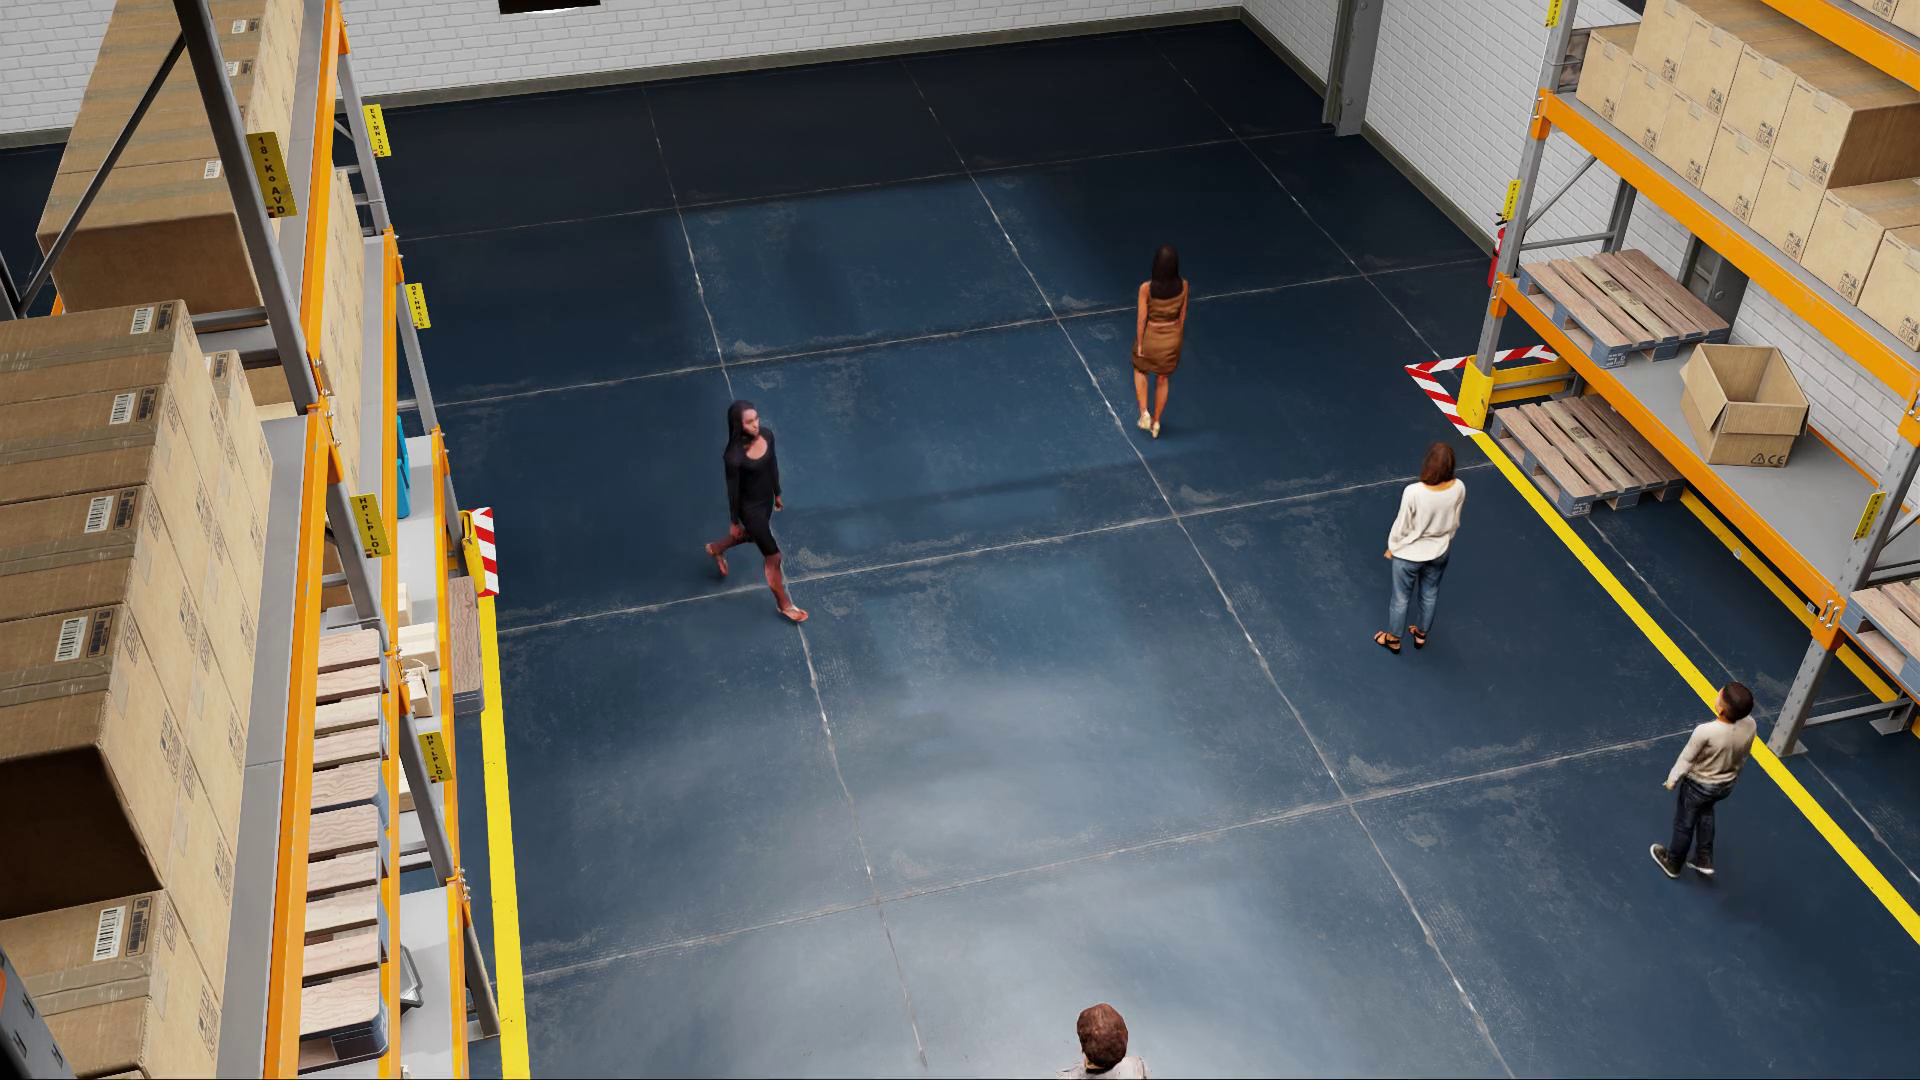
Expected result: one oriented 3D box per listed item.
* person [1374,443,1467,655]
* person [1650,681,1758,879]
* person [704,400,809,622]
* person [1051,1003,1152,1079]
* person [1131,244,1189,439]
[{"bbox_3d":[3.044,0.062,10.956,0.620,1.683,0.543,-7,39,-9],"label":"person"},{"bbox_3d":[4.282,1.422,9.438,0.565,1.453,0.584,-8,39,-9],"label":"person"},{"bbox_3d":[-1.464,-0.238,11.328,1.190,1.689,1.121,20,43,23],"label":"person"},{"bbox_3d":[0.624,2.803,7.387,0.701,1.855,1.216,-11,40,-13],"label":"person"},{"bbox_3d":[1.569,-1.491,12.906,0.599,1.676,0.614,-5,39,-6],"label":"person"}]
